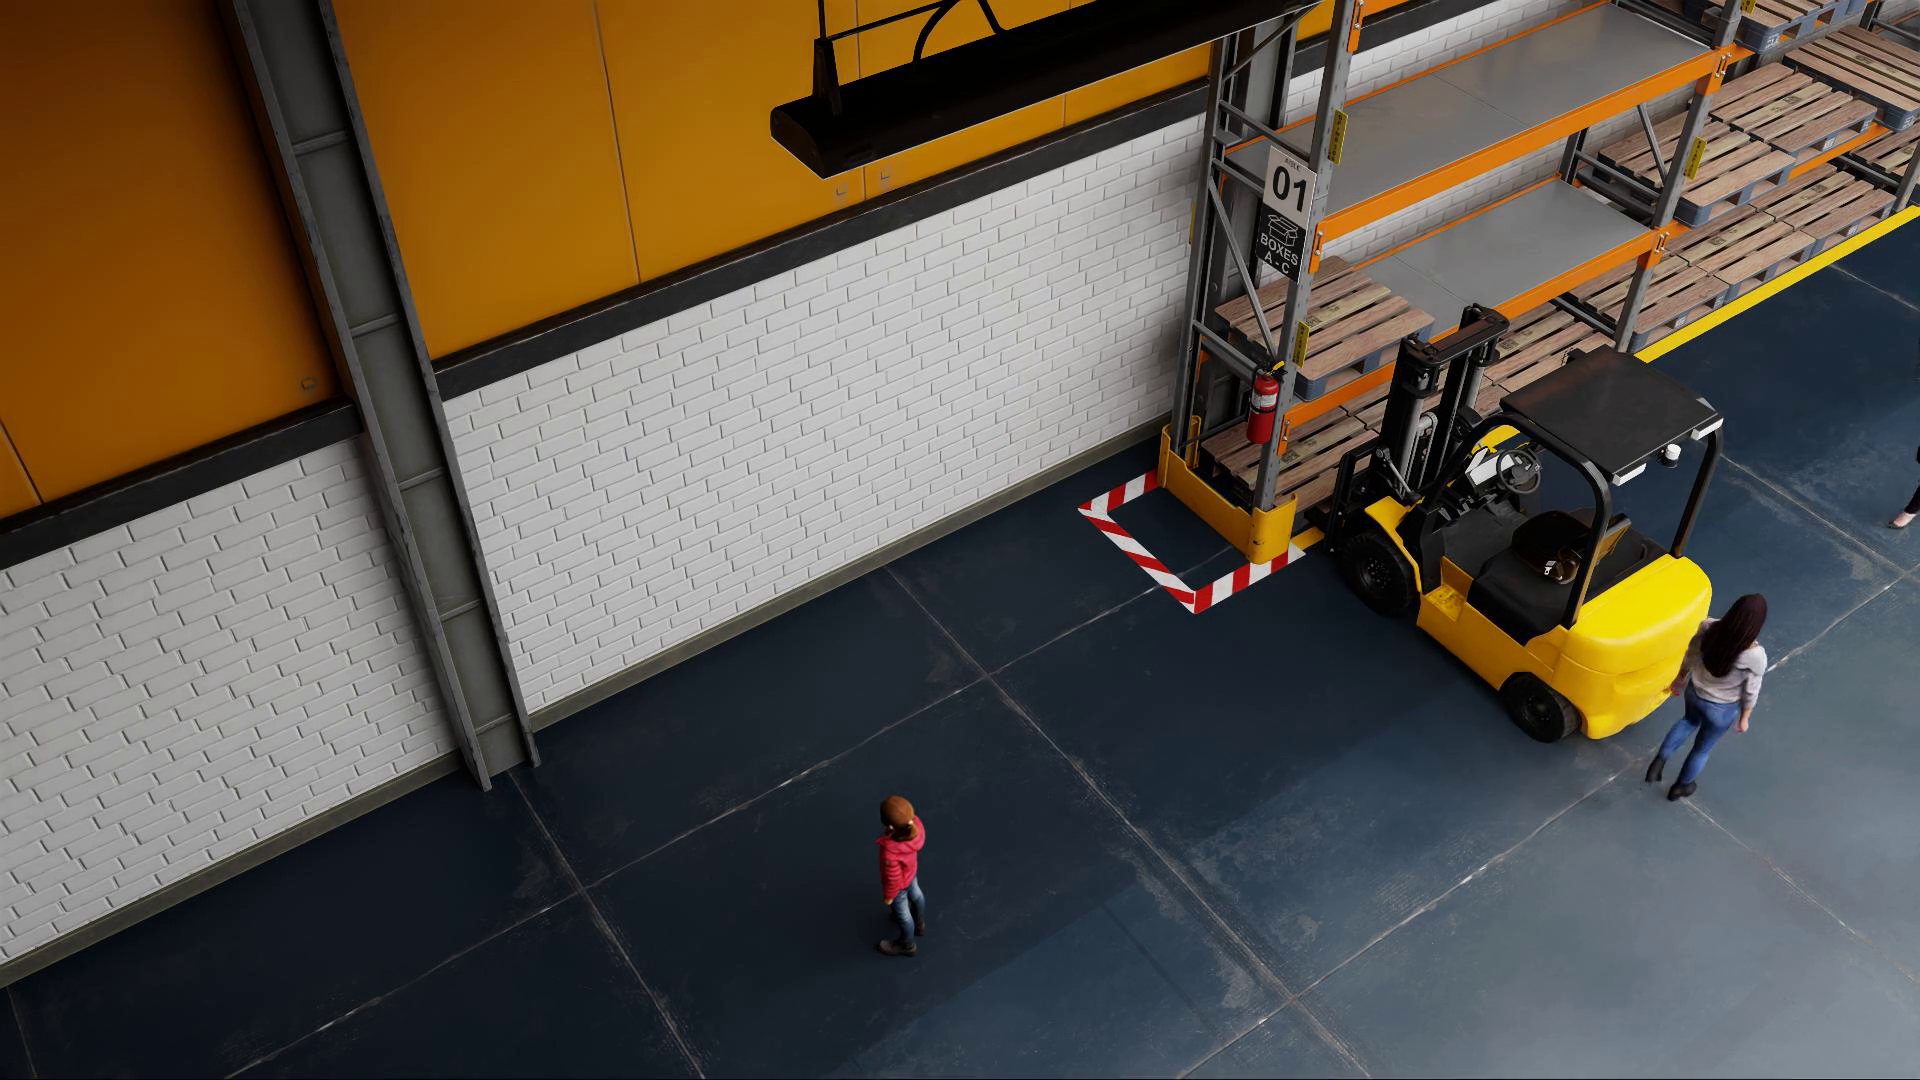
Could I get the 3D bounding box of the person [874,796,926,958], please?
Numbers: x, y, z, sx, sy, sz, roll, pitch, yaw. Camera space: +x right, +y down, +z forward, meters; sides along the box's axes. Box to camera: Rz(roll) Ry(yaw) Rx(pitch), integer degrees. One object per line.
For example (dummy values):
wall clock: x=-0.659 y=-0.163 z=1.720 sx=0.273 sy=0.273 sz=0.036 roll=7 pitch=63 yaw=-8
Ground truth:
person: x=-0.317 y=1.873 z=9.300 sx=0.651 sy=1.317 sz=0.567 roll=15 pitch=46 yaw=16

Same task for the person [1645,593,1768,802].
person: x=4.454 y=0.993 z=10.011 sx=0.688 sy=1.611 sz=0.658 roll=-19 pitch=47 yaw=-19
